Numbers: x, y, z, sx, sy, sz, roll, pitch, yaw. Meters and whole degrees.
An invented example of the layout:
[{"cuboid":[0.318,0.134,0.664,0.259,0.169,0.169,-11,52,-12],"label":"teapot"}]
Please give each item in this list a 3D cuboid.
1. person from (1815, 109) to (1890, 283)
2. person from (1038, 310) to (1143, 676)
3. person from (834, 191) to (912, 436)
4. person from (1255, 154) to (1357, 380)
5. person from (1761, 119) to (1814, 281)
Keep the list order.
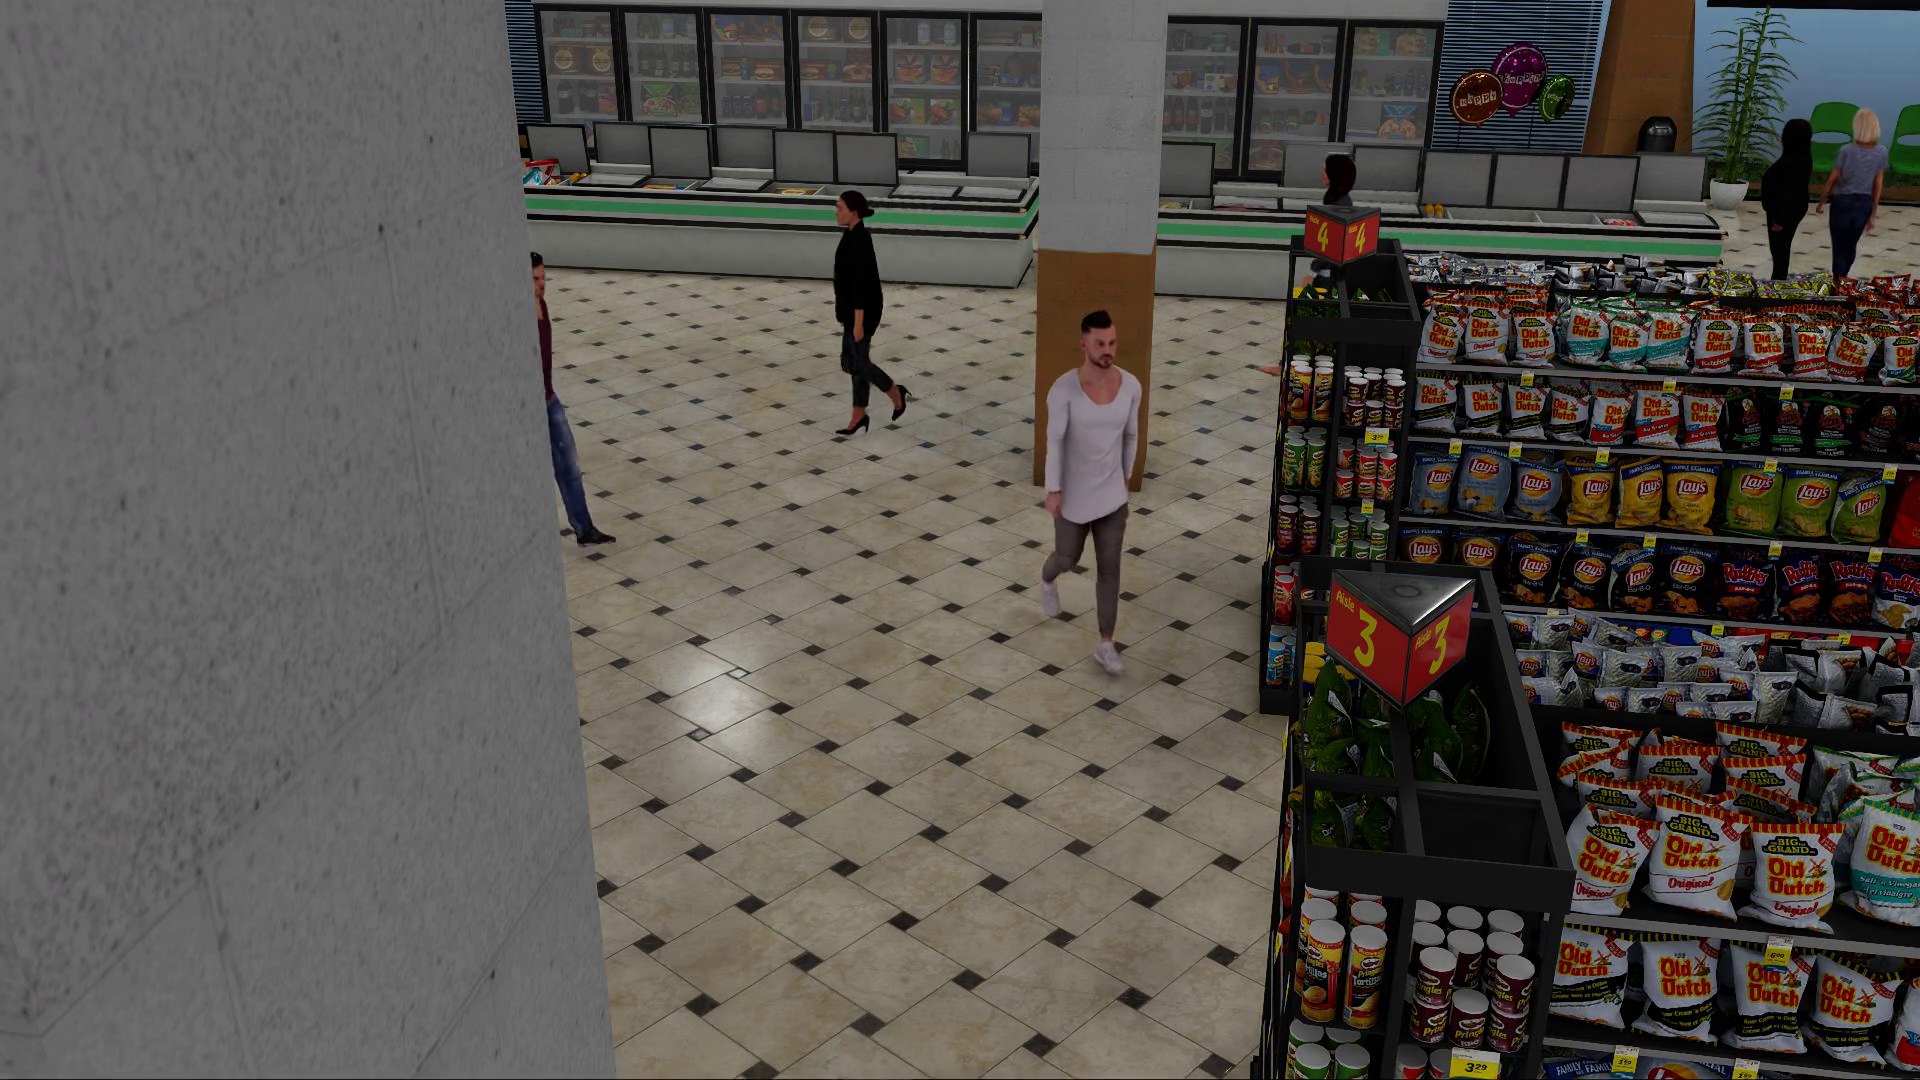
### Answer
[{"cuboid":[7.692,-2.801,14.321,1.003,1.677,0.682,2,24,5],"label":"person"},{"cuboid":[0.619,-0.278,8.384,1.160,1.816,1.054,-7,25,-16],"label":"person"},{"cuboid":[-0.608,-1.534,11.394,0.899,1.703,0.815,-6,24,-13],"label":"person"},{"cuboid":[2.824,-1.926,12.268,1.094,1.722,0.662,2,24,6],"label":"person"},{"cuboid":[7.218,-2.858,14.531,0.751,1.615,0.747,14,27,29],"label":"person"}]
